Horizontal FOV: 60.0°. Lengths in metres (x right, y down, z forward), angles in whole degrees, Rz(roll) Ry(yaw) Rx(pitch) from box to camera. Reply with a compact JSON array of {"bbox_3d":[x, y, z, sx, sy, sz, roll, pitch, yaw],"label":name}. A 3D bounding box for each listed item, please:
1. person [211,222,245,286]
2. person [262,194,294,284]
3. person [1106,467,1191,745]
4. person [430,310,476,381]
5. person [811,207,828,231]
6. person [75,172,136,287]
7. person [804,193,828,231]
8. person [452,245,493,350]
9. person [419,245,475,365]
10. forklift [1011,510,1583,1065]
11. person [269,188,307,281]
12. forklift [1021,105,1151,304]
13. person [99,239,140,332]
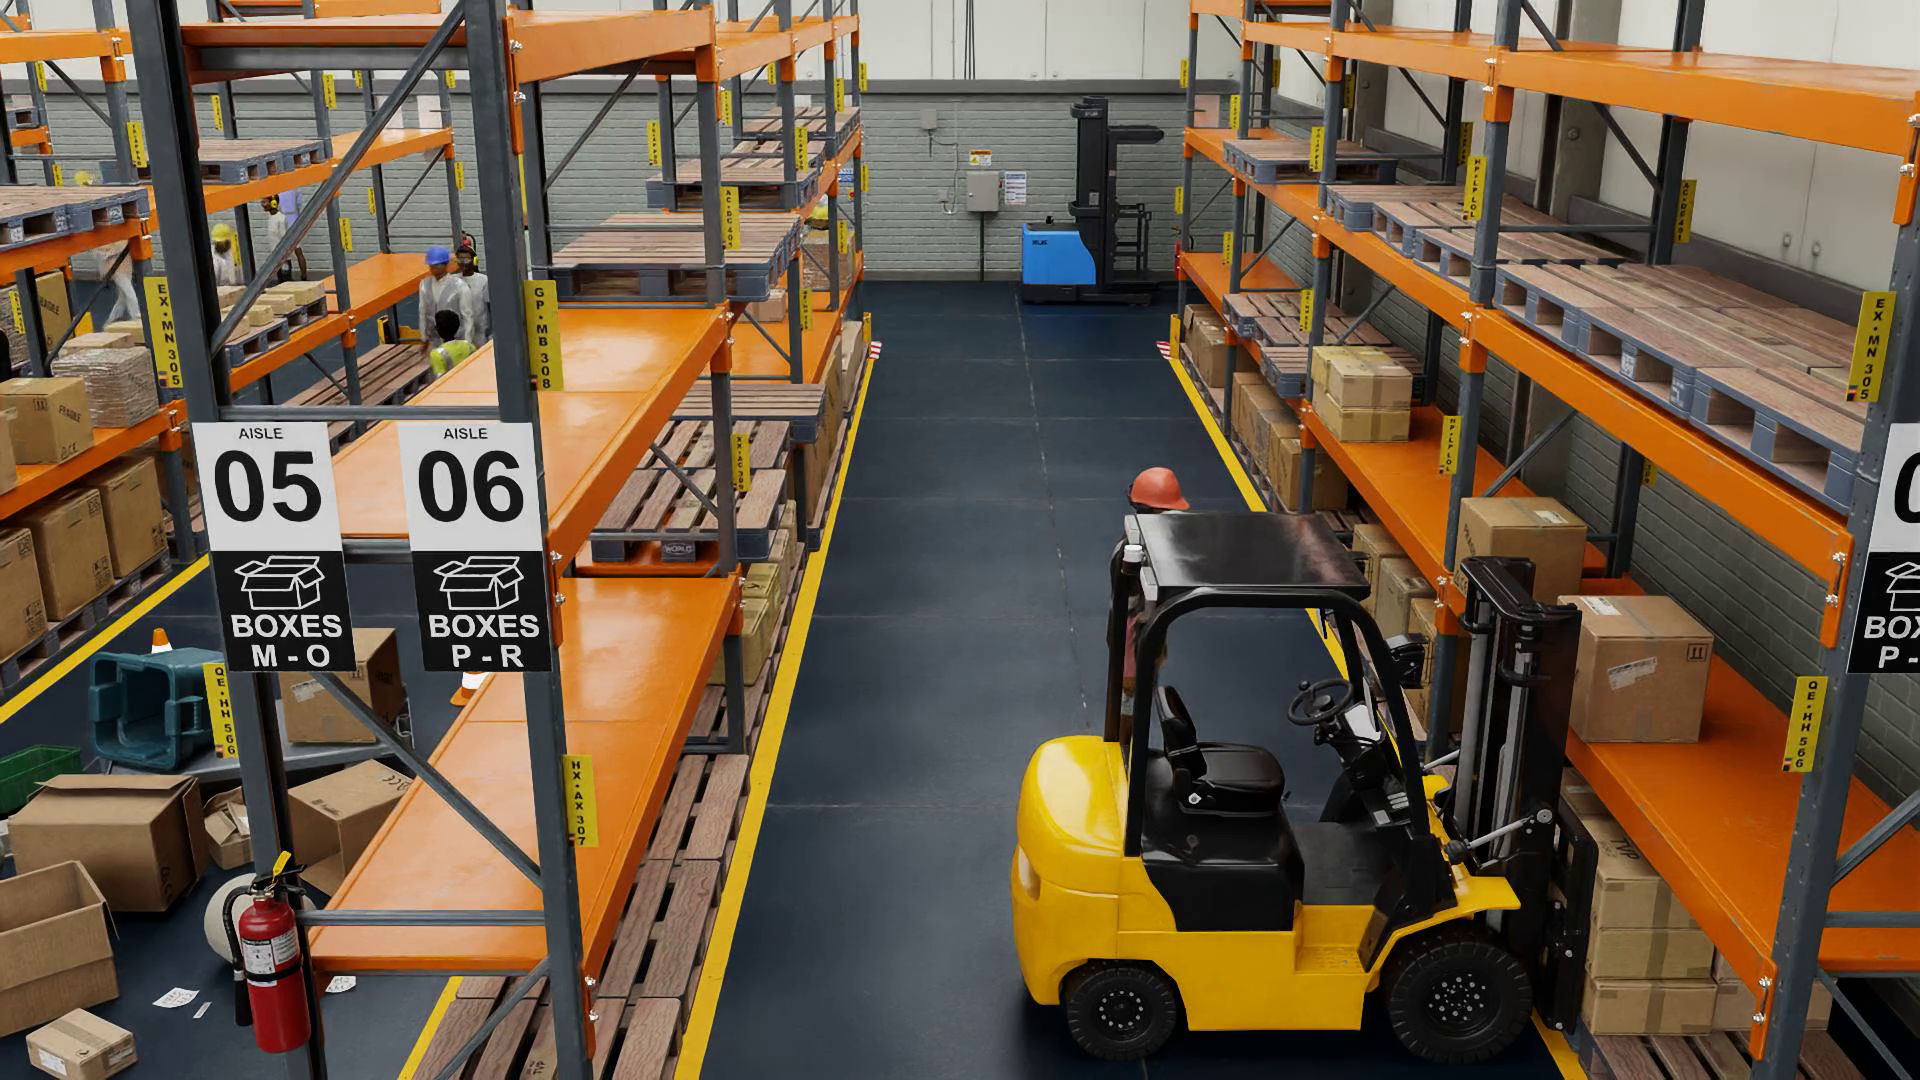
[{"bbox_3d":[-8.846,-2.991,20.240,0.610,1.799,0.697,-1,18,-2],"label":"person"},{"bbox_3d":[-9.235,-3.813,22.630,0.326,1.861,0.507,-15,24,-38],"label":"person"},{"bbox_3d":[1.017,0.580,9.077,0.419,2.034,0.604,8,20,22],"label":"person"},{"bbox_3d":[-4.579,-1.248,15.120,0.322,1.696,0.536,8,20,23],"label":"person"},{"bbox_3d":[-1.792,-3.490,21.839,0.321,1.739,0.492,-1,18,-3],"label":"person"},{"bbox_3d":[-13.233,-4.801,25.733,0.716,1.785,0.408,-6,19,-19],"label":"person"},{"bbox_3d":[-2.063,-4.507,24.590,0.402,1.941,0.602,-17,25,-41],"label":"person"},{"bbox_3d":[-5.212,-2.219,17.777,0.516,1.876,0.327,1,18,4],"label":"person"},{"bbox_3d":[-5.342,-2.100,17.302,0.615,1.945,0.404,6,19,17],"label":"person"},{"bbox_3d":[1.387,1.055,7.378,2.313,2.155,1.214,0,18,0],"label":"forklift"},{"bbox_3d":[-10.341,-4.811,25.518,0.373,1.934,0.551,16,24,39],"label":"person"},{"bbox_3d":[1.857,-4.944,24.441,1.873,2.768,1.129,0,18,0],"label":"forklift"},{"bbox_3d":[-10.991,-3.551,21.783,0.879,1.895,0.599,2,18,5],"label":"person"}]
